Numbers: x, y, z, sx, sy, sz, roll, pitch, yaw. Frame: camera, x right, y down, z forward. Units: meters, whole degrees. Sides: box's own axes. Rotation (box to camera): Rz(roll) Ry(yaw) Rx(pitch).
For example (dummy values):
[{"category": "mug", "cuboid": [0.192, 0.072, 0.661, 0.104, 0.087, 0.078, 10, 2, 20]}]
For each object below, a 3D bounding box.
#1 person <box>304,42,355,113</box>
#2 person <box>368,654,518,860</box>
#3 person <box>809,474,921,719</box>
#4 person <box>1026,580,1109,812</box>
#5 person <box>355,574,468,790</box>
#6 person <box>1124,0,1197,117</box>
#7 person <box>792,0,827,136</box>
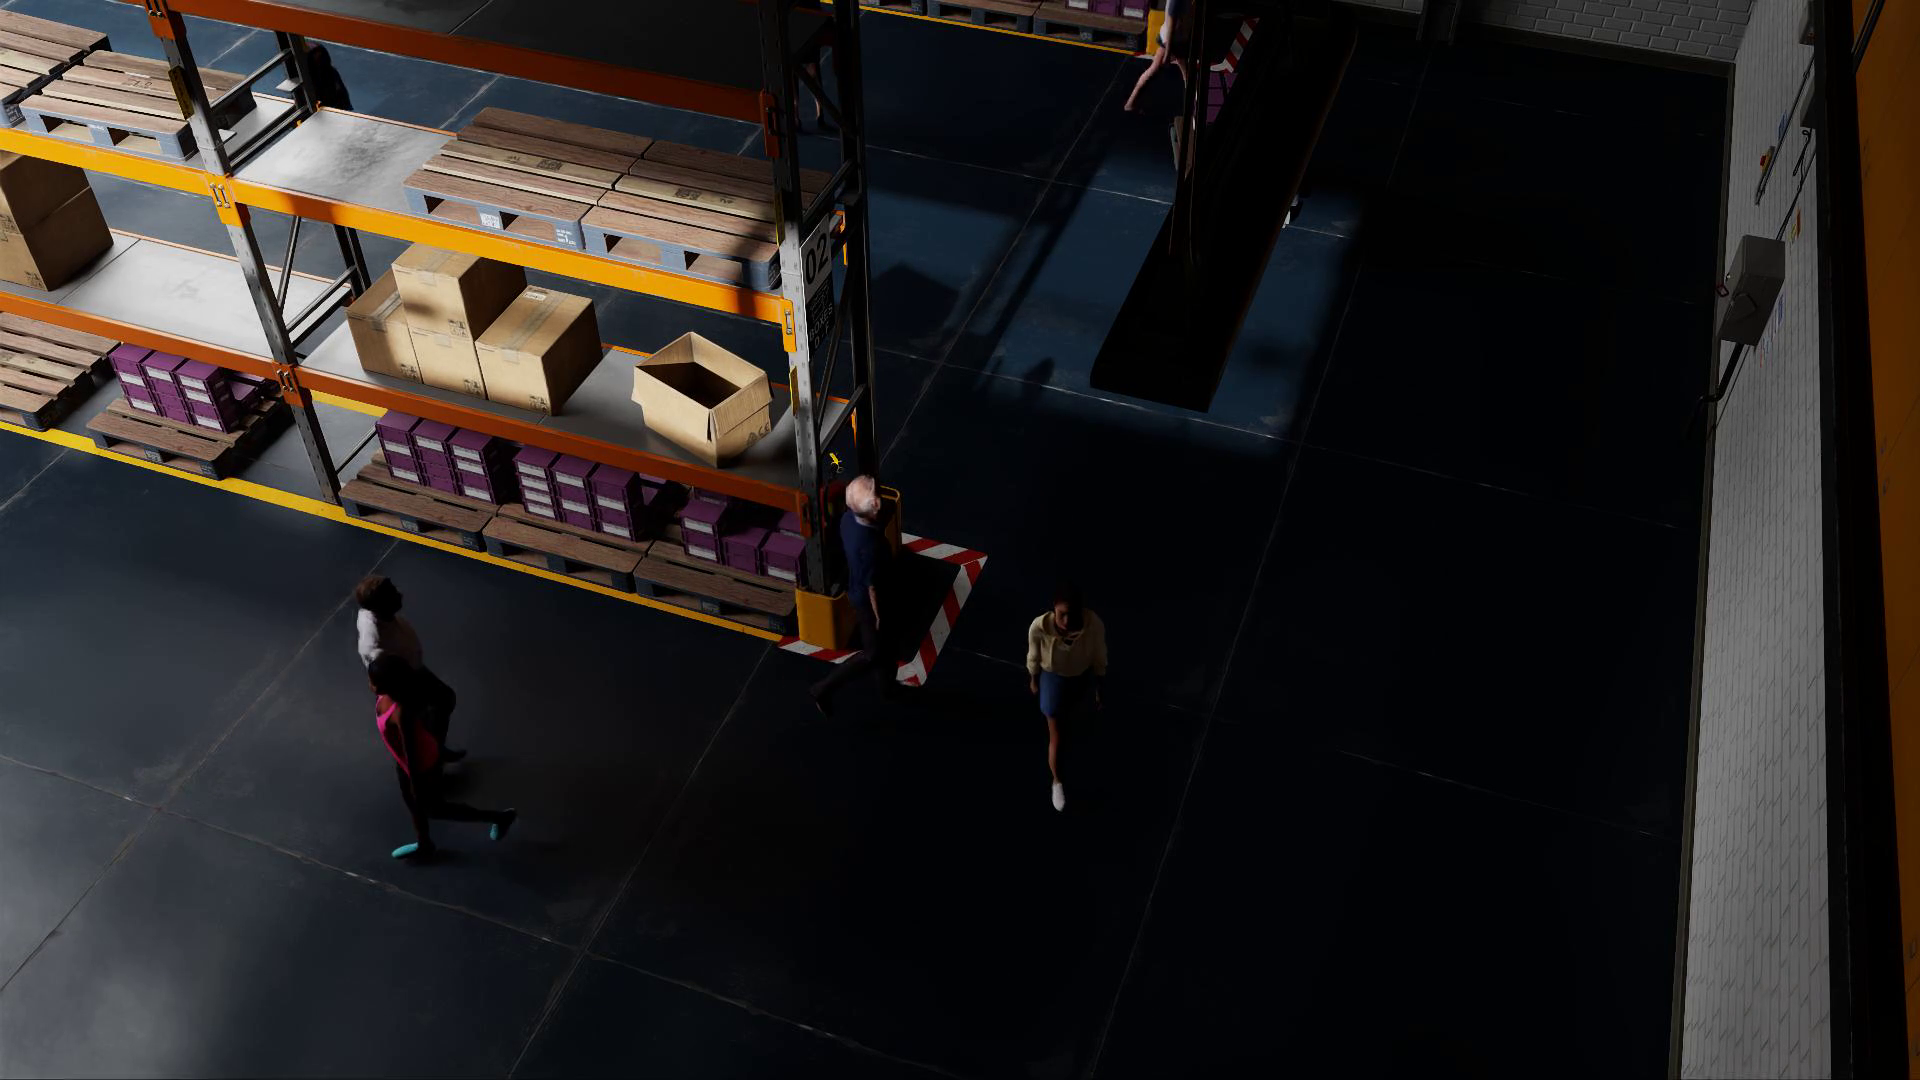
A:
[{"category": "person", "cuboid": [-5.722, -3.702, 14.927, 1.059, 1.577, 0.754, 9, 44, 10]}, {"category": "person", "cuboid": [-3.052, 1.269, 9.615, 1.056, 1.708, 0.944, -16, 46, -16]}, {"category": "person", "cuboid": [-0.629, 0.390, 10.442, 1.103, 1.839, 1.008, -11, 45, -11]}, {"category": "person", "cuboid": [0.647, 0.807, 10.181, 1.140, 1.595, 1.016, -5, 44, -5]}, {"category": "person", "cuboid": [-3.411, 0.881, 9.948, 0.843, 1.810, 0.808, -11, 45, -11]}, {"category": "person", "cuboid": [1.961, -4.790, 15.969, 1.225, 1.716, 0.853, 1, 44, 1]}, {"category": "person", "cuboid": [-1.522, -4.732, 15.845, 0.628, 1.802, 0.736, -10, 44, -10]}]
